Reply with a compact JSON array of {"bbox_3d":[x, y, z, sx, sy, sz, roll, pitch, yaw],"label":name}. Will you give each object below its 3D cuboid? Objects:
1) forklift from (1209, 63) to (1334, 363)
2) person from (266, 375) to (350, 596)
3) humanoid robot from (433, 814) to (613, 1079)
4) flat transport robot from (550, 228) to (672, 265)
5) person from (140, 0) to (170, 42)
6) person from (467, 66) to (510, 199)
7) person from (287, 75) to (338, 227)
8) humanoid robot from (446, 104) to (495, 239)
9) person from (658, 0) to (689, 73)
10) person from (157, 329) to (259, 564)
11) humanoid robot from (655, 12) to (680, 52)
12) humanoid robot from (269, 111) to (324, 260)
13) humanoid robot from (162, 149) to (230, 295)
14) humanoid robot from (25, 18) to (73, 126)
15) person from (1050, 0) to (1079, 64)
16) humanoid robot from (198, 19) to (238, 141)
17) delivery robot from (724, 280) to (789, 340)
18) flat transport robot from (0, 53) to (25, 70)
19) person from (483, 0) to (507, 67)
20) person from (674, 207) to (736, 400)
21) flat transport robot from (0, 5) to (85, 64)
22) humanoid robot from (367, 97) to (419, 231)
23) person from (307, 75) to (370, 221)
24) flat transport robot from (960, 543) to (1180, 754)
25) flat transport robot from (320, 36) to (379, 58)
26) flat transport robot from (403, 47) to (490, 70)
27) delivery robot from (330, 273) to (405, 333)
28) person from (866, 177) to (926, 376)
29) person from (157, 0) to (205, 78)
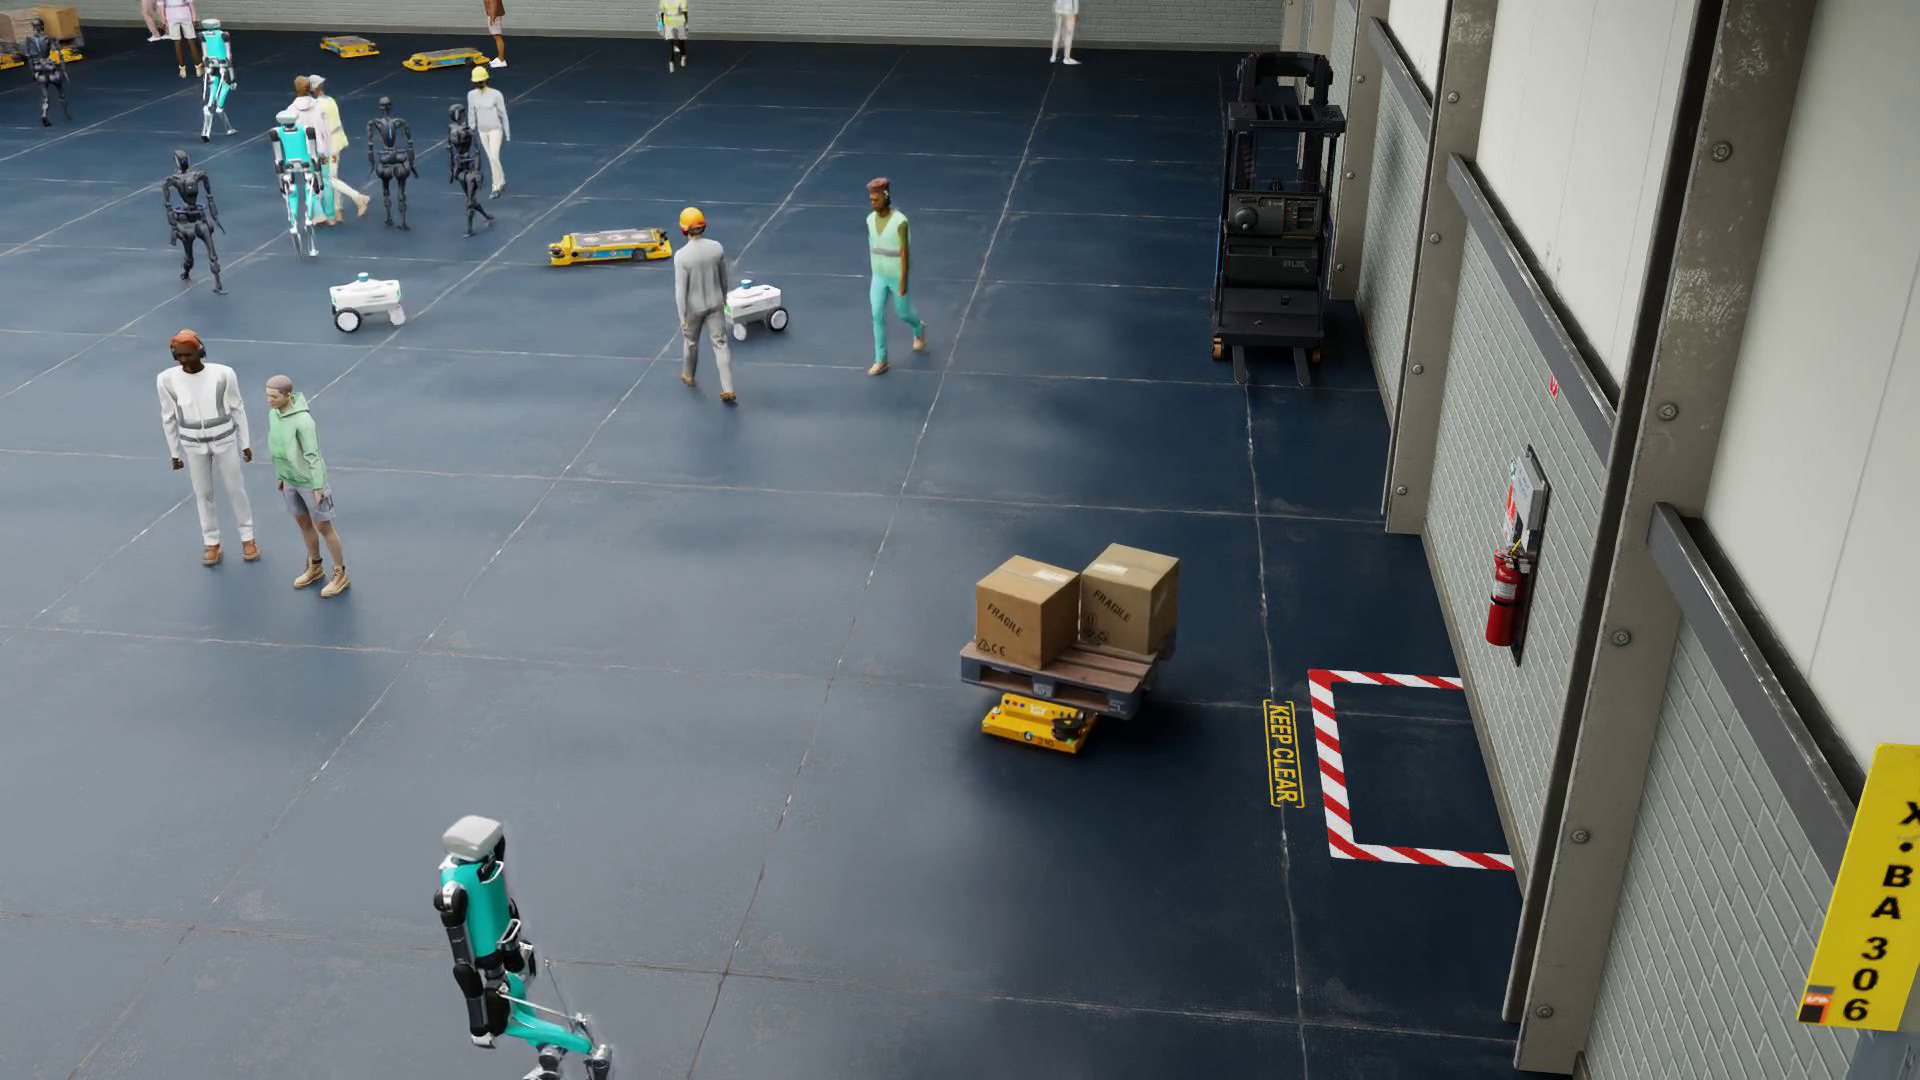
[{"bbox_3d":[3.241,-3.477,17.183,1.129,2.768,1.873,3,27,6],"label":"forklift"},{"bbox_3d":[-4.864,-0.416,12.338,0.471,1.735,0.324,15,30,27],"label":"person"},{"bbox_3d":[-1.853,2.047,7.484,1.035,1.775,0.549,3,27,6],"label":"humanoid robot"},{"bbox_3d":[-4.263,-3.574,20.273,1.431,0.231,0.659,-6,27,-12],"label":"flat transport robot"},{"bbox_3d":[-16.096,-10.848,33.020,0.492,1.862,0.691,0,27,1],"label":"person"},{"bbox_3d":[-6.404,-5.500,22.465,0.543,1.733,0.727,7,28,14],"label":"person"},{"bbox_3d":[-8.217,-4.922,21.149,0.512,1.904,0.527,-6,27,-11],"label":"person"},{"bbox_3d":[-6.182,-4.681,20.964,0.591,1.633,0.734,15,30,27],"label":"humanoid robot"},{"bbox_3d":[-5.225,-9.457,30.462,0.532,1.659,0.843,-2,27,-3],"label":"person"},{"bbox_3d":[-5.761,-0.720,12.774,0.582,1.882,0.338,-8,28,-15],"label":"person"},{"bbox_3d":[-5.554,-10.156,31.625,0.735,1.677,0.533,-5,27,-10],"label":"humanoid robot"},{"bbox_3d":[-7.864,-4.117,19.772,0.542,1.833,0.782,-4,27,-7],"label":"humanoid robot"},{"bbox_3d":[-8.691,-3.610,18.818,0.738,1.640,0.609,21,33,36],"label":"humanoid robot"},{"bbox_3d":[-14.567,-7.449,26.497,0.602,1.651,0.729,-1,27,-2],"label":"humanoid robot"},{"bbox_3d":[1.919,-9.801,30.939,0.624,1.857,0.391,19,32,33],"label":"person"},{"bbox_3d":[-11.509,-7.000,25.579,0.551,1.869,0.834,7,27,13],"label":"humanoid robot"},{"bbox_3d":[-2.240,-2.482,17.791,0.781,0.610,0.499,-21,33,-35],"label":"delivery robot"},{"bbox_3d":[-18.202,-8.894,30.893,1.431,0.231,0.659,9,28,18],"label":"flat transport robot"},{"bbox_3d":[-8.621,-9.729,30.788,0.395,1.855,0.783,-8,28,-15],"label":"person"},{"bbox_3d":[-2.452,-2.270,15.909,0.573,1.857,0.930,-12,29,-22],"label":"person"},{"bbox_3d":[-17.404,-9.234,31.572,1.431,0.231,0.659,15,30,27],"label":"flat transport robot"},{"bbox_3d":[-7.214,-4.767,21.098,0.611,1.630,0.463,-13,30,-25],"label":"humanoid robot"},{"bbox_3d":[-8.012,-5.002,21.340,0.675,1.867,0.568,2,27,3],"label":"person"},{"bbox_3d":[0.723,0.946,11.250,0.659,0.231,1.431,11,29,21],"label":"flat transport robot"},{"bbox_3d":[-11.835,-9.558,32.220,0.659,0.231,1.431,-19,32,-33],"label":"flat transport robot"},{"bbox_3d":[-9.596,-8.982,31.070,1.431,0.231,0.659,-19,32,-32],"label":"flat transport robot"},{"bbox_3d":[-6.430,-2.569,17.970,0.811,0.613,0.499,-10,28,-20],"label":"delivery robot"},{"bbox_3d":[-0.671,-2.678,16.615,0.500,1.946,0.864,13,29,24],"label":"person"},{"bbox_3d":[-14.017,-9.355,29.846,0.604,2.035,0.389,-10,28,-19],"label":"person"}]
